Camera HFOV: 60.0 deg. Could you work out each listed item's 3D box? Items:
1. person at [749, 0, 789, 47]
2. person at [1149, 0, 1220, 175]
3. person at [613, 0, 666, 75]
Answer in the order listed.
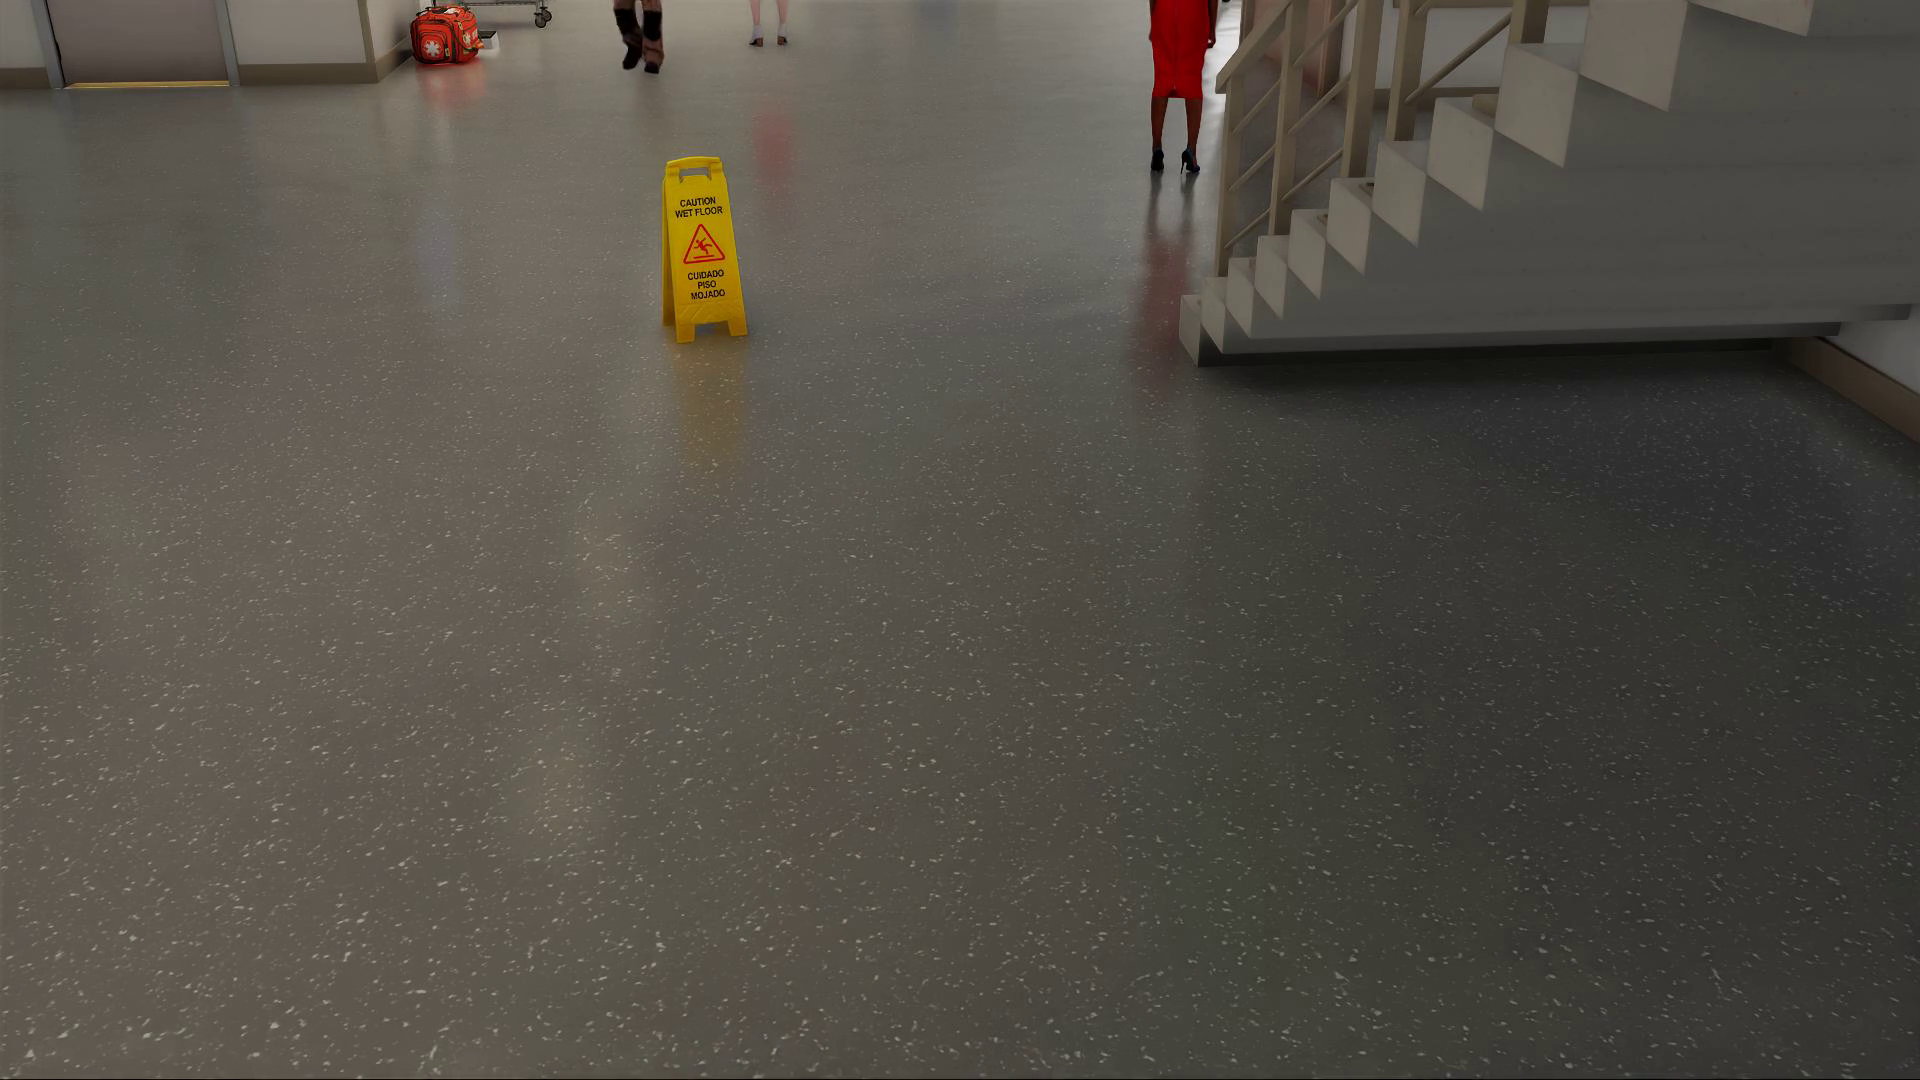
[{"bbox_3d":[-1.696,-5.203,14.287,0.647,1.826,0.574,-7,27,-15],"label":"person"},{"bbox_3d":[1.327,-3.091,10.007,0.635,1.740,0.626,8,27,16],"label":"person"},{"bbox_3d":[-2.521,-4.614,13.051,0.722,1.840,0.718,0,26,0],"label":"person"}]
